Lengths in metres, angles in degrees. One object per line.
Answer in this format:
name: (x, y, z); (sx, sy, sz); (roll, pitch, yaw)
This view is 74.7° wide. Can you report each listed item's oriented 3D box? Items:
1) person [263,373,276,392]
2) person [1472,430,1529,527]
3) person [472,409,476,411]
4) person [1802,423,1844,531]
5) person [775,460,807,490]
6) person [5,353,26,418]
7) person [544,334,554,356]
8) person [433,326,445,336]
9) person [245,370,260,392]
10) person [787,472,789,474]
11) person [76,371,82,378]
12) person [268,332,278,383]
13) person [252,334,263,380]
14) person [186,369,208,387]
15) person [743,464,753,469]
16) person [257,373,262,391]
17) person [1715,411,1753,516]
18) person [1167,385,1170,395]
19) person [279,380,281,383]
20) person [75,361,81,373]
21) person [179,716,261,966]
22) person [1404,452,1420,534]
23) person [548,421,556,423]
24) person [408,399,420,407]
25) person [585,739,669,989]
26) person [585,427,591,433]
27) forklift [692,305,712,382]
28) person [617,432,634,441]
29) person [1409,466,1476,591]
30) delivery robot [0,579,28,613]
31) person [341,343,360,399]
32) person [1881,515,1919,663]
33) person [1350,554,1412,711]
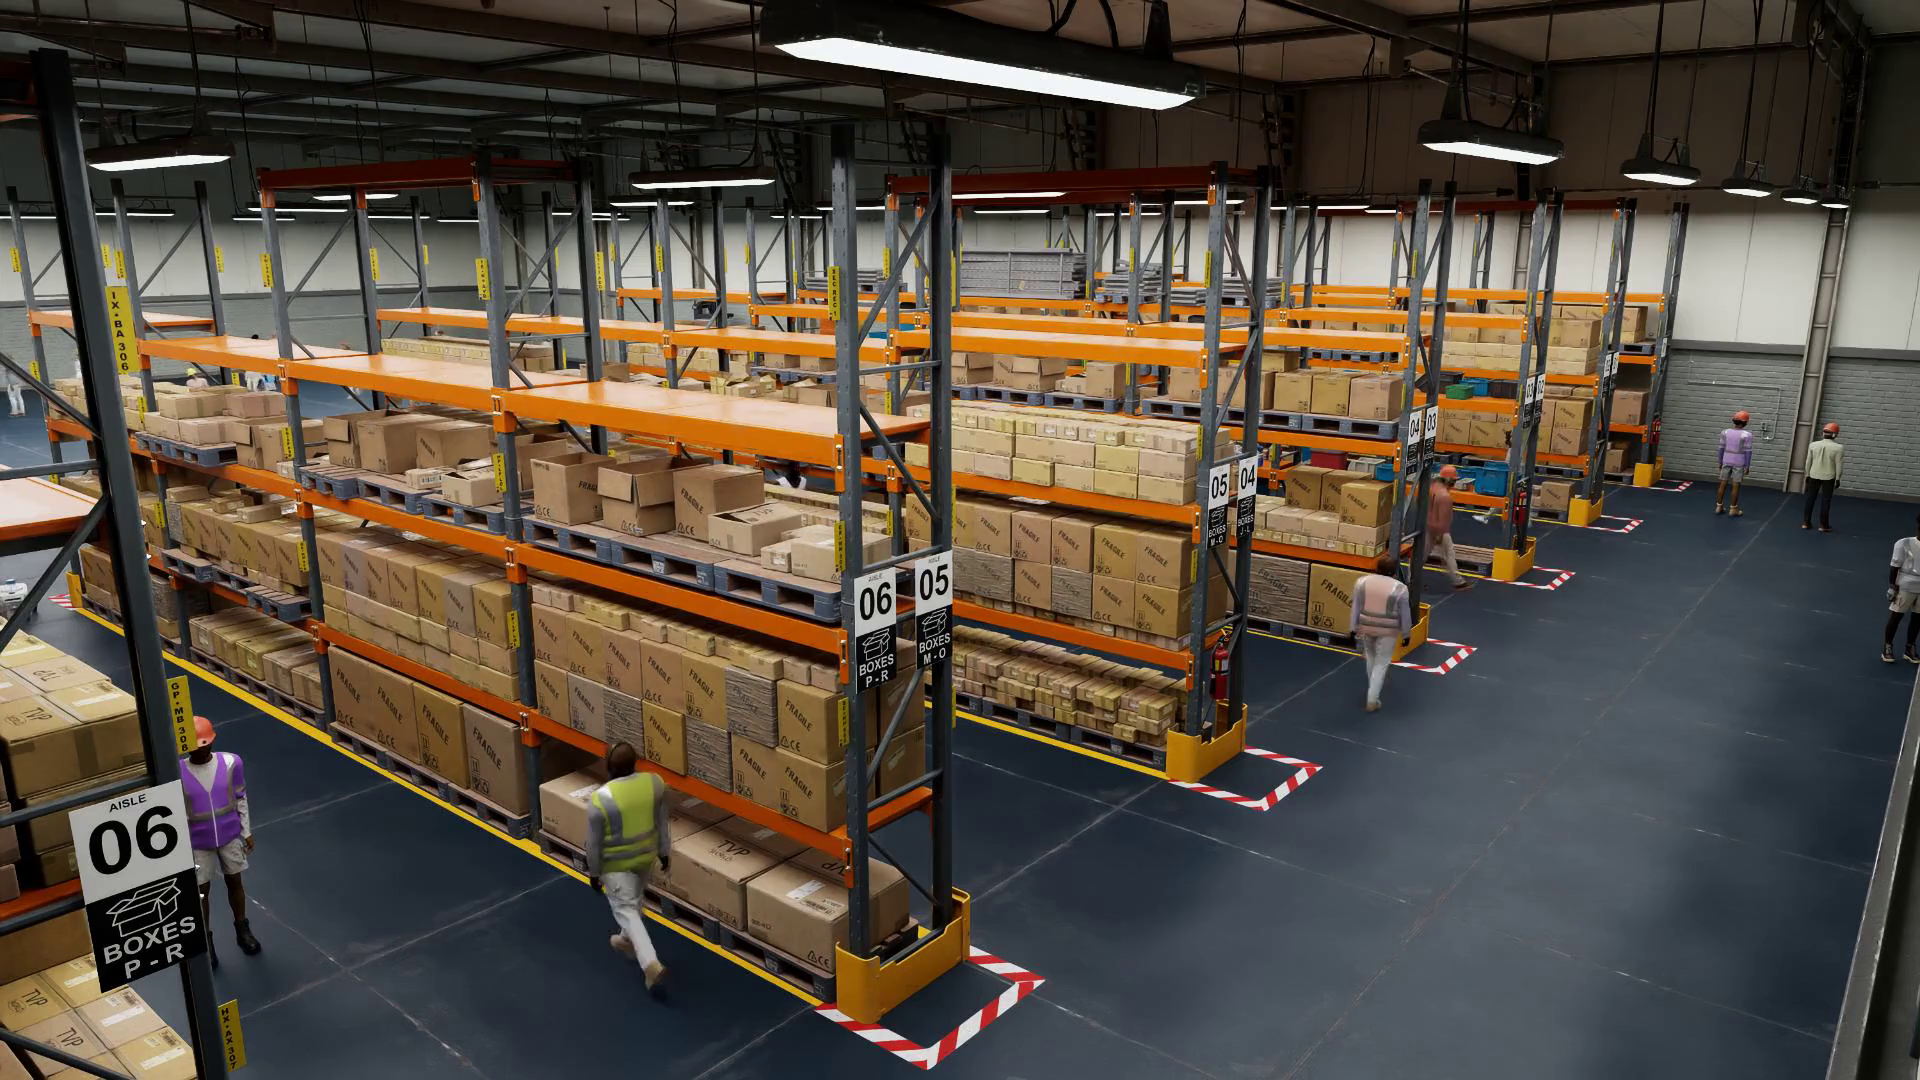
person: (-21.720, -4.959, 39.505); (0.448, 1.685, 0.547); (-1, 14, -5)
person: (10.257, -1.156, 23.603); (1.007, 1.810, 0.525); (8, 16, 28)
person: (-10.058, -1.887, 26.186); (0.640, 2.021, 0.603); (-11, 18, -39)
person: (15.983, -1.171, 23.304); (0.387, 1.988, 0.608); (-9, 16, -32)
person: (-2.652, -0.360, 20.216); (0.615, 1.874, 0.966); (-11, 18, -39)
person: (-28.403, -4.648, 37.746); (0.472, 1.921, 0.675); (-4, 14, -17)
person: (-15.852, -7.144, 48.634); (0.397, 1.617, 0.523); (7, 15, 28)
person: (-19.535, -7.113, 47.727); (0.675, 2.000, 1.009); (11, 17, 38)
person: (-22.755, -5.161, 40.495); (0.548, 1.602, 0.383); (1, 14, 5)
person: (-3.785, -2.253, 28.307); (0.514, 1.712, 0.886); (-7, 15, -27)
person: (-24.902, -4.222, 36.003); (0.531, 1.923, 0.543); (5, 15, 21)
person: (-25.052, -6.676, 46.170); (0.644, 1.890, 0.581); (-4, 14, -18)
person: (-26.521, -6.900, 47.494); (0.322, 1.689, 0.530); (-10, 17, -34)
person: (-21.249, -3.938, 35.222); (0.601, 1.718, 0.596); (-4, 14, -17)
person: (-4.628, -2.195, 27.791); (0.575, 1.852, 0.824); (-7, 15, -26)
person: (-23.827, -5.651, 42.378); (0.499, 1.675, 0.553); (5, 14, 19)
person: (15.090, -1.497, 24.530); (0.376, 2.043, 0.609); (-8, 16, -30)
person: (5.368, -3.264, 32.109); (0.969, 1.904, 0.645); (9, 17, 34)
person: (-21.548, -5.219, 40.252); (0.332, 1.844, 0.508); (4, 14, 18)
person: (-27.132, -4.979, 39.208); (1.010, 1.866, 0.606); (9, 16, 32)
person: (-5.594, 2.228, 9.427); (0.548, 1.937, 0.358); (-13, 19, -42)
person: (8.217, -0.999, 23.023); (0.602, 1.782, 0.928); (-11, 18, -39)
person: (-9.166, -2.383, 28.308); (0.673, 1.980, 0.631); (4, 14, 14)
person: (-12.093, -2.253, 28.024); (0.660, 1.859, 0.942); (-4, 14, -16)
person: (-2.399, 2.346, 9.224); (0.883, 1.812, 0.632); (13, 19, 43)
person: (-10.245, -3.798, 34.860); (0.311, 1.633, 0.519); (9, 16, 33)
forklift: (-9.511, -7.392, 47.124); (1.873, 2.768, 1.129); (11, 17, 38)
person: (-7.033, -1.993, 26.864); (0.661, 1.904, 0.585); (-8, 16, -31)
person: (7.425, -0.174, 19.276); (1.006, 1.939, 0.624); (0, 14, 0)
delivery robot: (-13.576, 0.804, 18.053); (0.477, 0.478, 0.707); (-10, 17, -35)
person: (-20.297, -5.616, 41.833); (0.603, 1.868, 0.444); (2, 14, 7)
person: (12.165, 0.605, 16.041); (0.614, 1.964, 0.361); (2, 14, 9)
person: (4.947, 1.029, 14.637); (0.645, 1.801, 0.897); (12, 18, 40)
